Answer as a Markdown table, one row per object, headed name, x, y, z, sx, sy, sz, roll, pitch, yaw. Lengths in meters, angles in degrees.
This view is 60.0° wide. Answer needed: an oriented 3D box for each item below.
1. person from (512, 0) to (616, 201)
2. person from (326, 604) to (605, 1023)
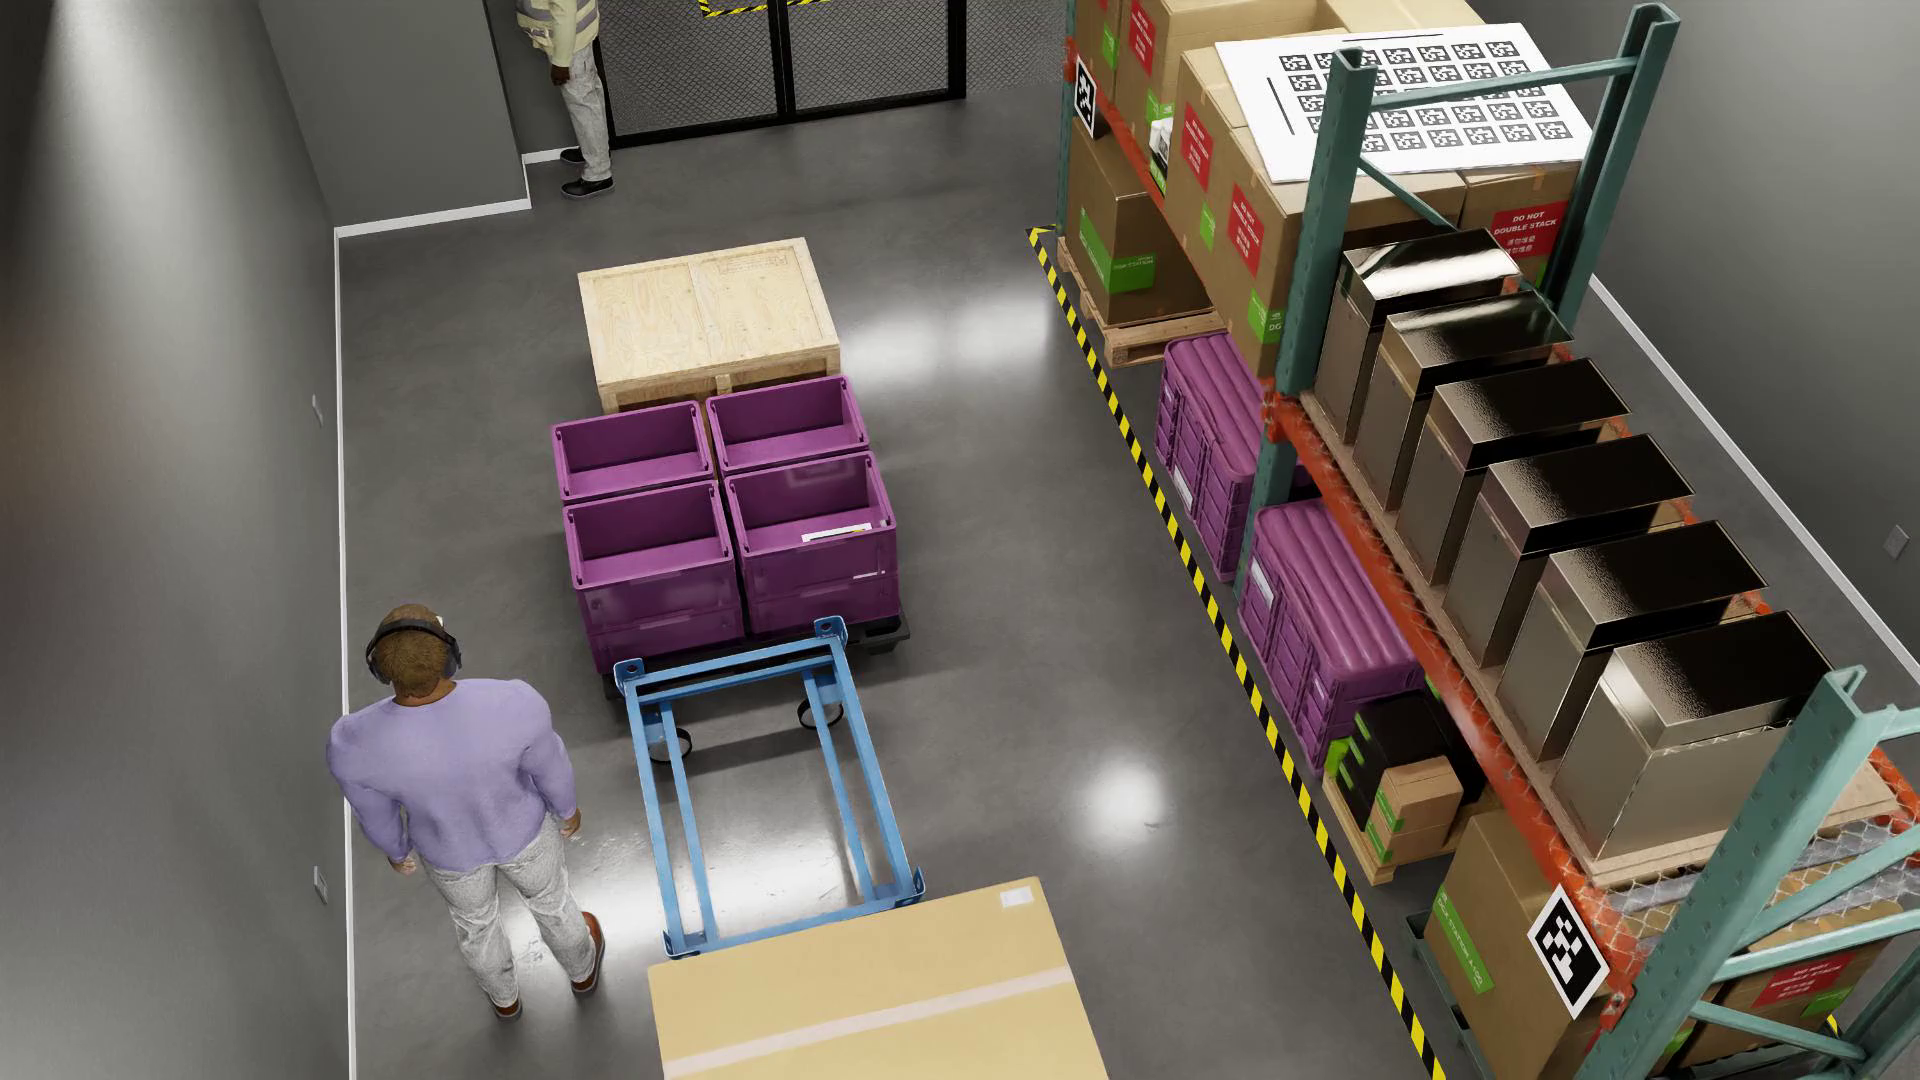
| name | x | y | z | sx | sy | sz | roll | pitch | yaw |
| --- | --- | --- | --- | --- | --- | --- | --- | --- | --- |
| person | -1.998 | -2.560 | 8.307 | 0.403 | 1.835 | 0.586 | -5 | 48 | -5 |
| person | -1.467 | 0.874 | 5.084 | 0.627 | 1.940 | 0.371 | -13 | 49 | -11 |
